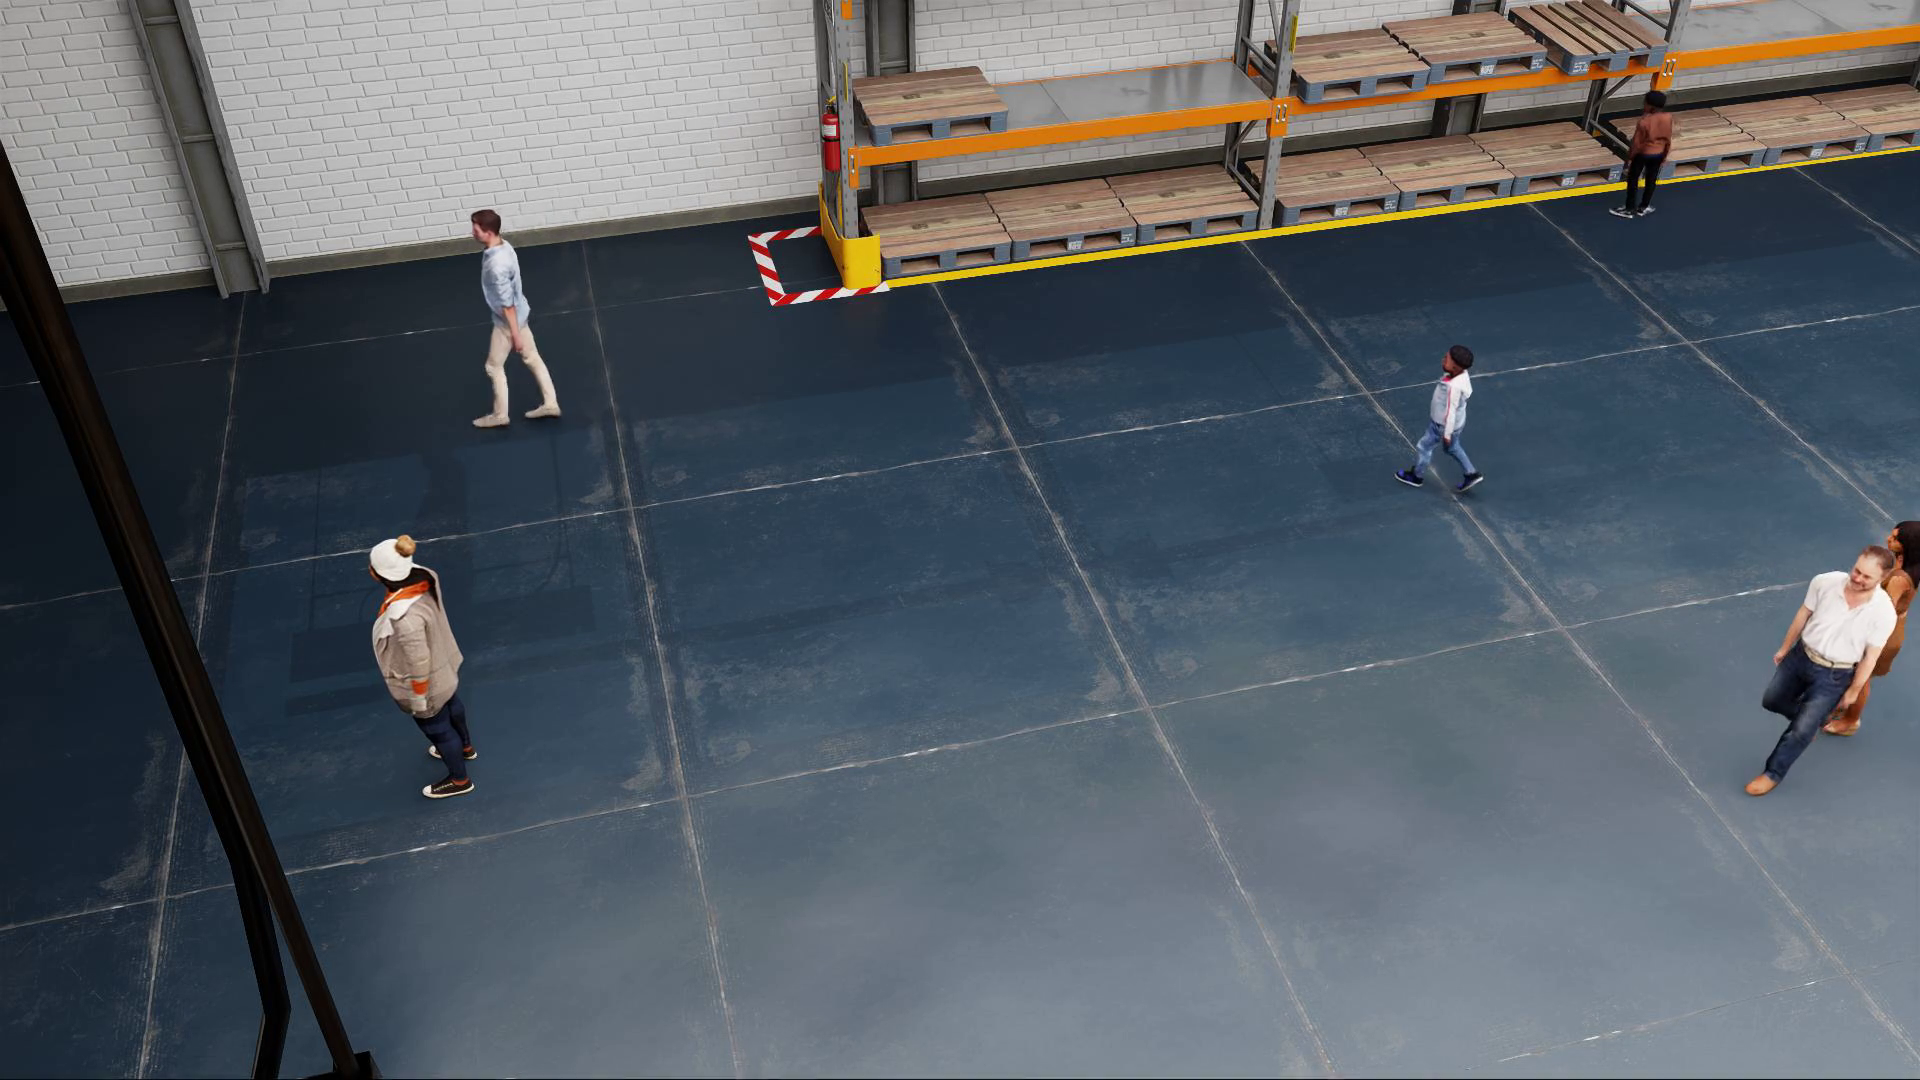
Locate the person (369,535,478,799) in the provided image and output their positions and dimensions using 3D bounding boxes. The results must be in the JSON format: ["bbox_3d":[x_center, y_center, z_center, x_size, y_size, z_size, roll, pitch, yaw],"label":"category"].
[{"bbox_3d":[-3.121,0.710,9.710,0.690,1.891,0.725,-5,39,-6],"label":"person"}]

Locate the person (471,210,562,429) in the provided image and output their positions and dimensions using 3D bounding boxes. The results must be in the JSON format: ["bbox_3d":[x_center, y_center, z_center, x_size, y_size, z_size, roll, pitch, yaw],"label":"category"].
[{"bbox_3d":[-3.359,-1.689,12.765,0.949,1.827,0.745,-4,39,-5],"label":"person"}]

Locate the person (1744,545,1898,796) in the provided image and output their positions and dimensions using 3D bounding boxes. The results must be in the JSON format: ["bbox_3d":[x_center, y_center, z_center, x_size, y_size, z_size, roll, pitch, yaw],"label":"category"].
[{"bbox_3d":[5.107,0.714,9.743,1.020,1.842,0.837,-21,43,-24],"label":"person"}]

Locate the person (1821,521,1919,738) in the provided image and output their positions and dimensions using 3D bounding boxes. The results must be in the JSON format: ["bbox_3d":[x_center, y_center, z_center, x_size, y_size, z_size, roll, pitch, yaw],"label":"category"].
[{"bbox_3d":[5.612,0.573,10.055,0.756,1.674,0.705,19,42,22],"label":"person"}]

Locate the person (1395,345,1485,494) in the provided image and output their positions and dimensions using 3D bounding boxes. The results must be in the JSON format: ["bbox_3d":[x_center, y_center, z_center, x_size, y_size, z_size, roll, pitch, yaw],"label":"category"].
[{"bbox_3d":[3.637,-0.874,12.212,0.880,1.243,0.815,20,43,23],"label":"person"}]

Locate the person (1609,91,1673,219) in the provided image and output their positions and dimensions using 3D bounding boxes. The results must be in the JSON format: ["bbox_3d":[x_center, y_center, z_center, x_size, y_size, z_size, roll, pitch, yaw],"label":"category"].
[{"bbox_3d":[6.522,-3.634,15.669,0.441,1.242,0.705,3,39,4],"label":"person"}]
